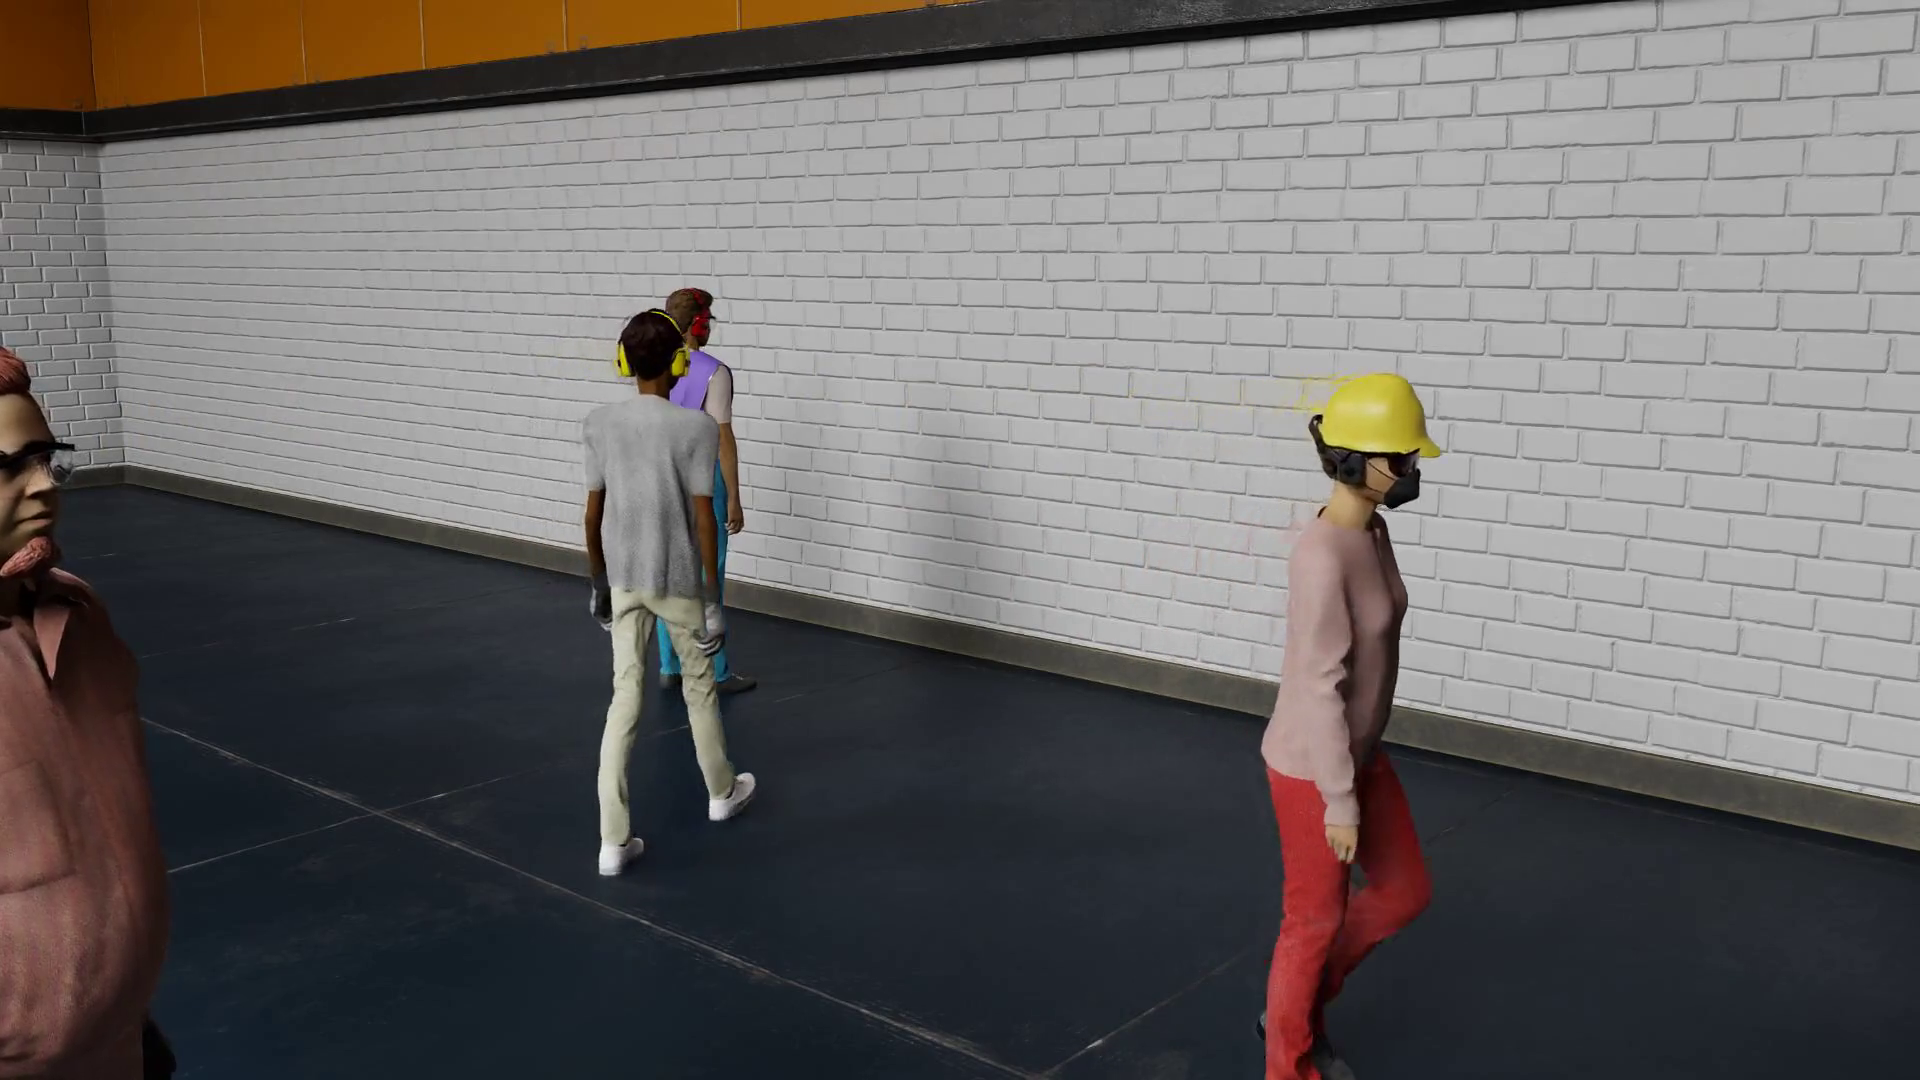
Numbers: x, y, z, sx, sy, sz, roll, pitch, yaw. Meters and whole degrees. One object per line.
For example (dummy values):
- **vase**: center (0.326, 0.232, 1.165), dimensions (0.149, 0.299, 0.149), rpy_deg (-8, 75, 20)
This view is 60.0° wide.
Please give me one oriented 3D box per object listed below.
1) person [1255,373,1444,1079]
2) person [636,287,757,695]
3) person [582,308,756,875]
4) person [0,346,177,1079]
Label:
- **person**: center (0.865, 0.501, 3.726), dimensions (0.382, 1.750, 0.557), rpy_deg (5, 11, 27)
- **person**: center (-1.222, -0.211, 7.531), dimensions (0.567, 1.847, 0.389), rpy_deg (7, 12, 36)
- **person**: center (-0.995, 0.143, 5.598), dimensions (0.555, 1.825, 0.887), rpy_deg (3, 10, 14)
- **person**: center (-1.226, 0.702, 2.164), dimensions (0.399, 1.909, 0.642), rpy_deg (1, 10, 3)
